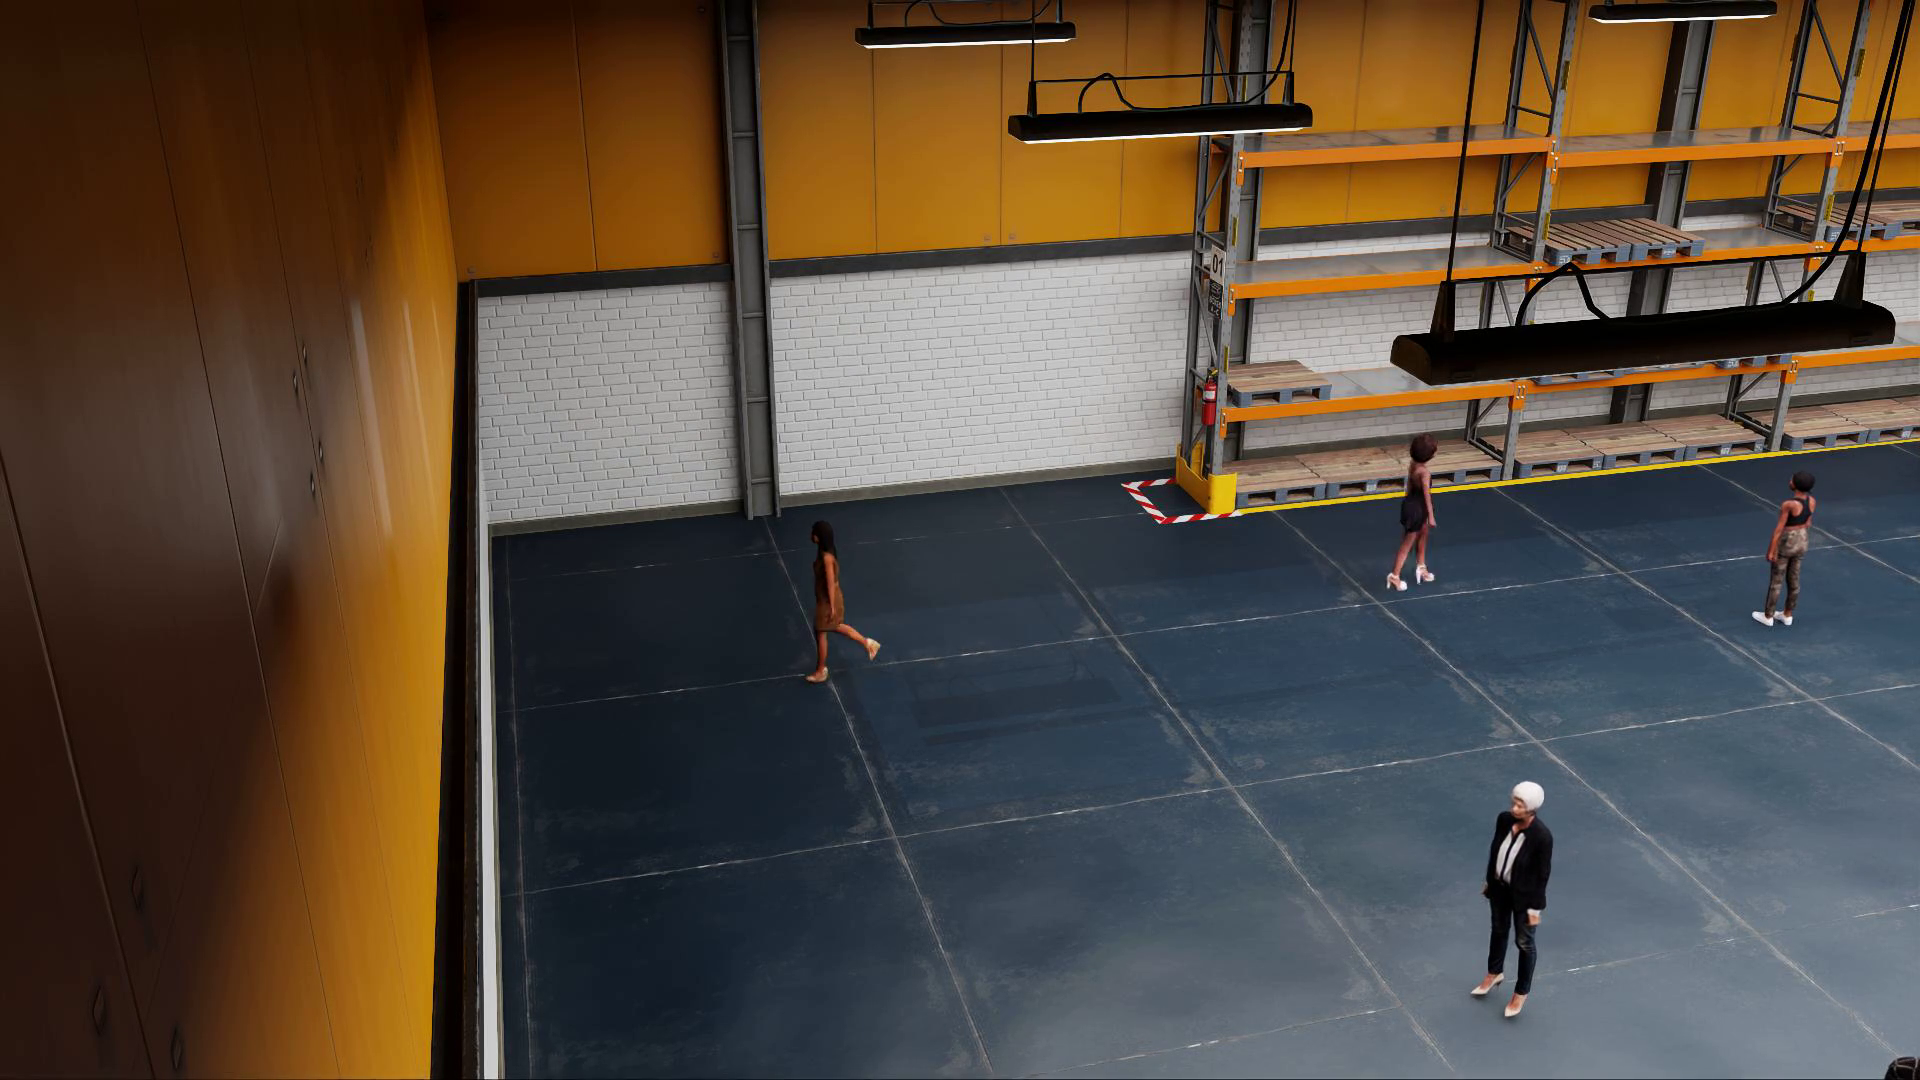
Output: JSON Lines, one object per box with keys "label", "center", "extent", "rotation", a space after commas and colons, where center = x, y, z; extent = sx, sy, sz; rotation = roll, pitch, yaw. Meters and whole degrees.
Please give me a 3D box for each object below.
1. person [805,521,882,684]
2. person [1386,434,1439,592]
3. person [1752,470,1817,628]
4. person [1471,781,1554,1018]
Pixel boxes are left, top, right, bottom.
{"label": "person", "center": [-1.171, 0.594, 15.913], "extent": [0.982, 1.670, 0.594], "rotation": [-5, 24, -11]}
{"label": "person", "center": [4.770, -0.273, 17.772], "extent": [0.845, 1.770, 0.663], "rotation": [-1, 24, -1]}
{"label": "person", "center": [8.521, 0.083, 17.047], "extent": [0.472, 1.697, 0.619], "rotation": [-6, 24, -14]}
{"label": "person", "center": [3.852, 2.454, 11.442], "extent": [0.666, 1.783, 0.782], "rotation": [-12, 26, -26]}
